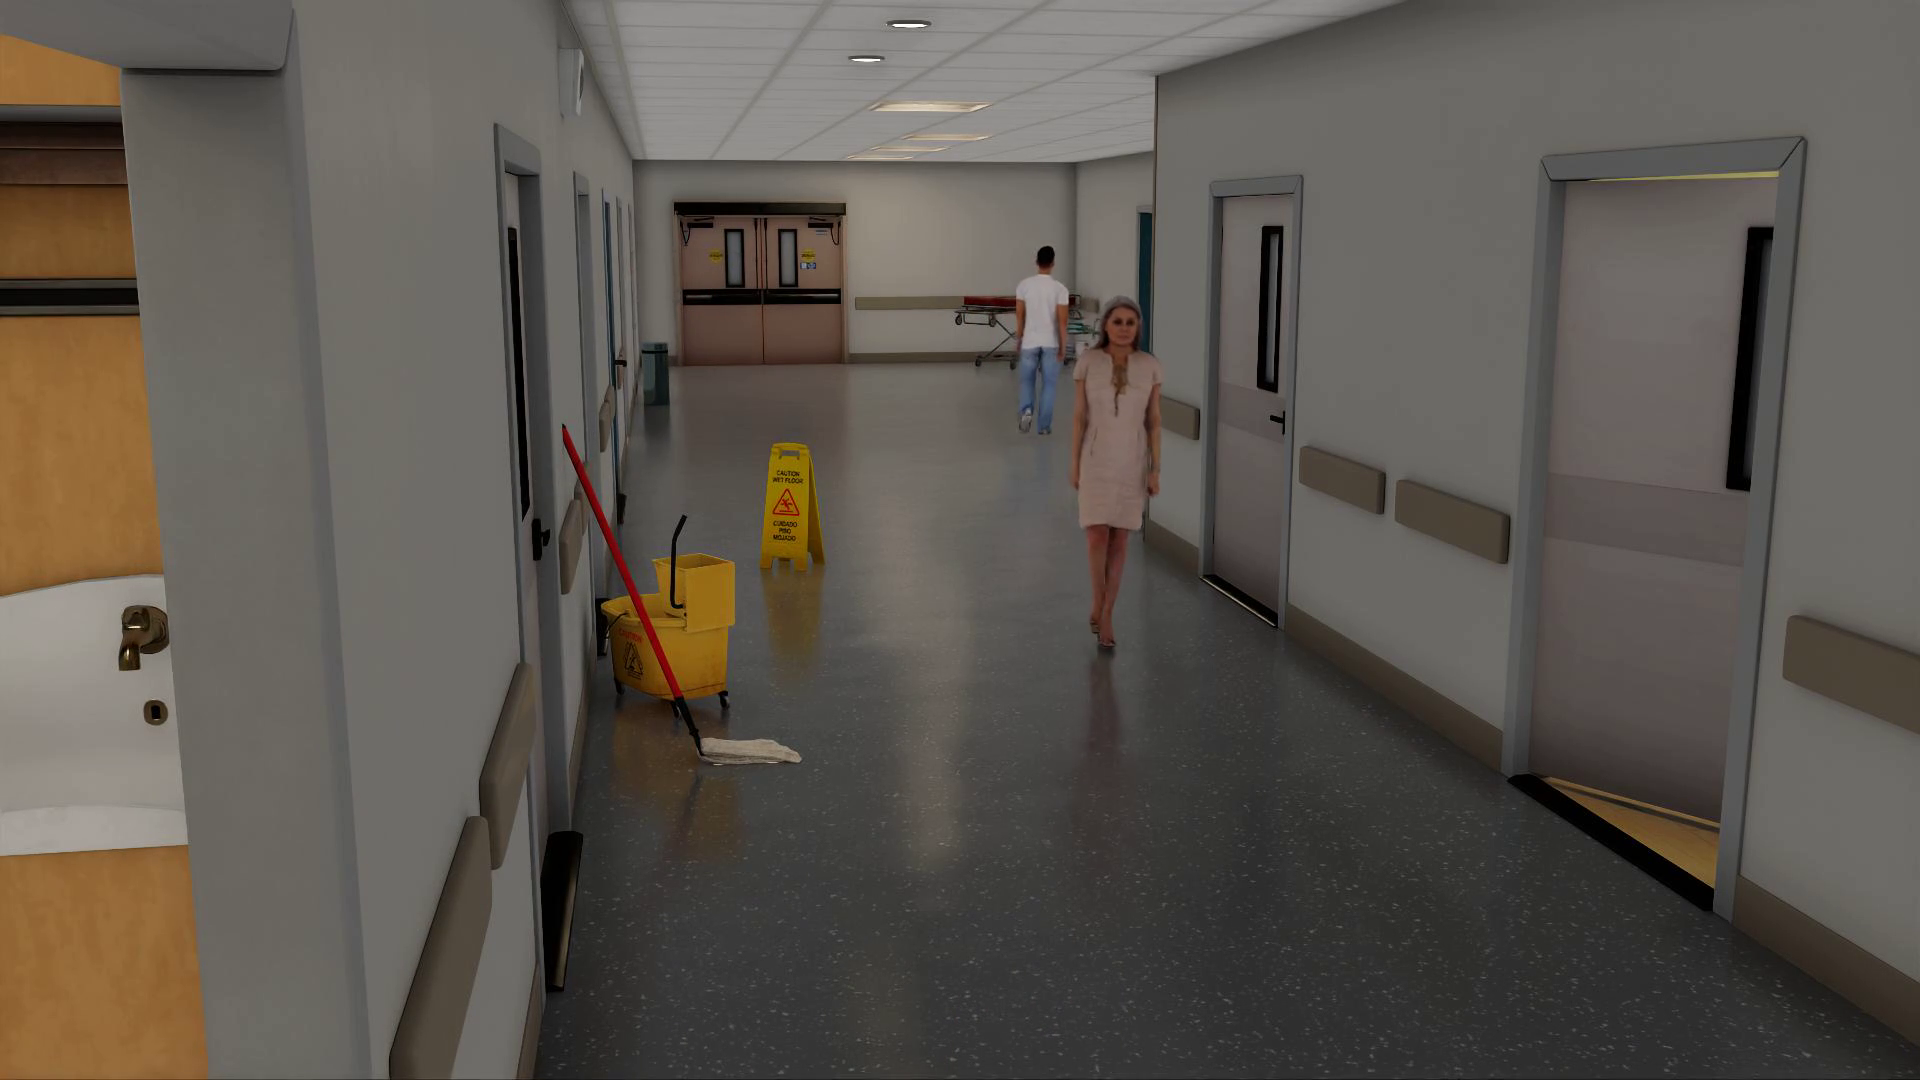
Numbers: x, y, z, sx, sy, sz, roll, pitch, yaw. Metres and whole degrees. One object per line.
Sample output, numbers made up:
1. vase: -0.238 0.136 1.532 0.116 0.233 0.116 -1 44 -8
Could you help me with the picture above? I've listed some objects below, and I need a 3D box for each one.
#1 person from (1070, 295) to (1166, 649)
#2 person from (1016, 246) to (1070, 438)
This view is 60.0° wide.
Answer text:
1. person: 0.739 -0.334 8.212 0.633 1.725 0.658 0 11 -2
2. person: 0.767 -1.917 16.215 0.836 1.849 0.887 3 11 16
